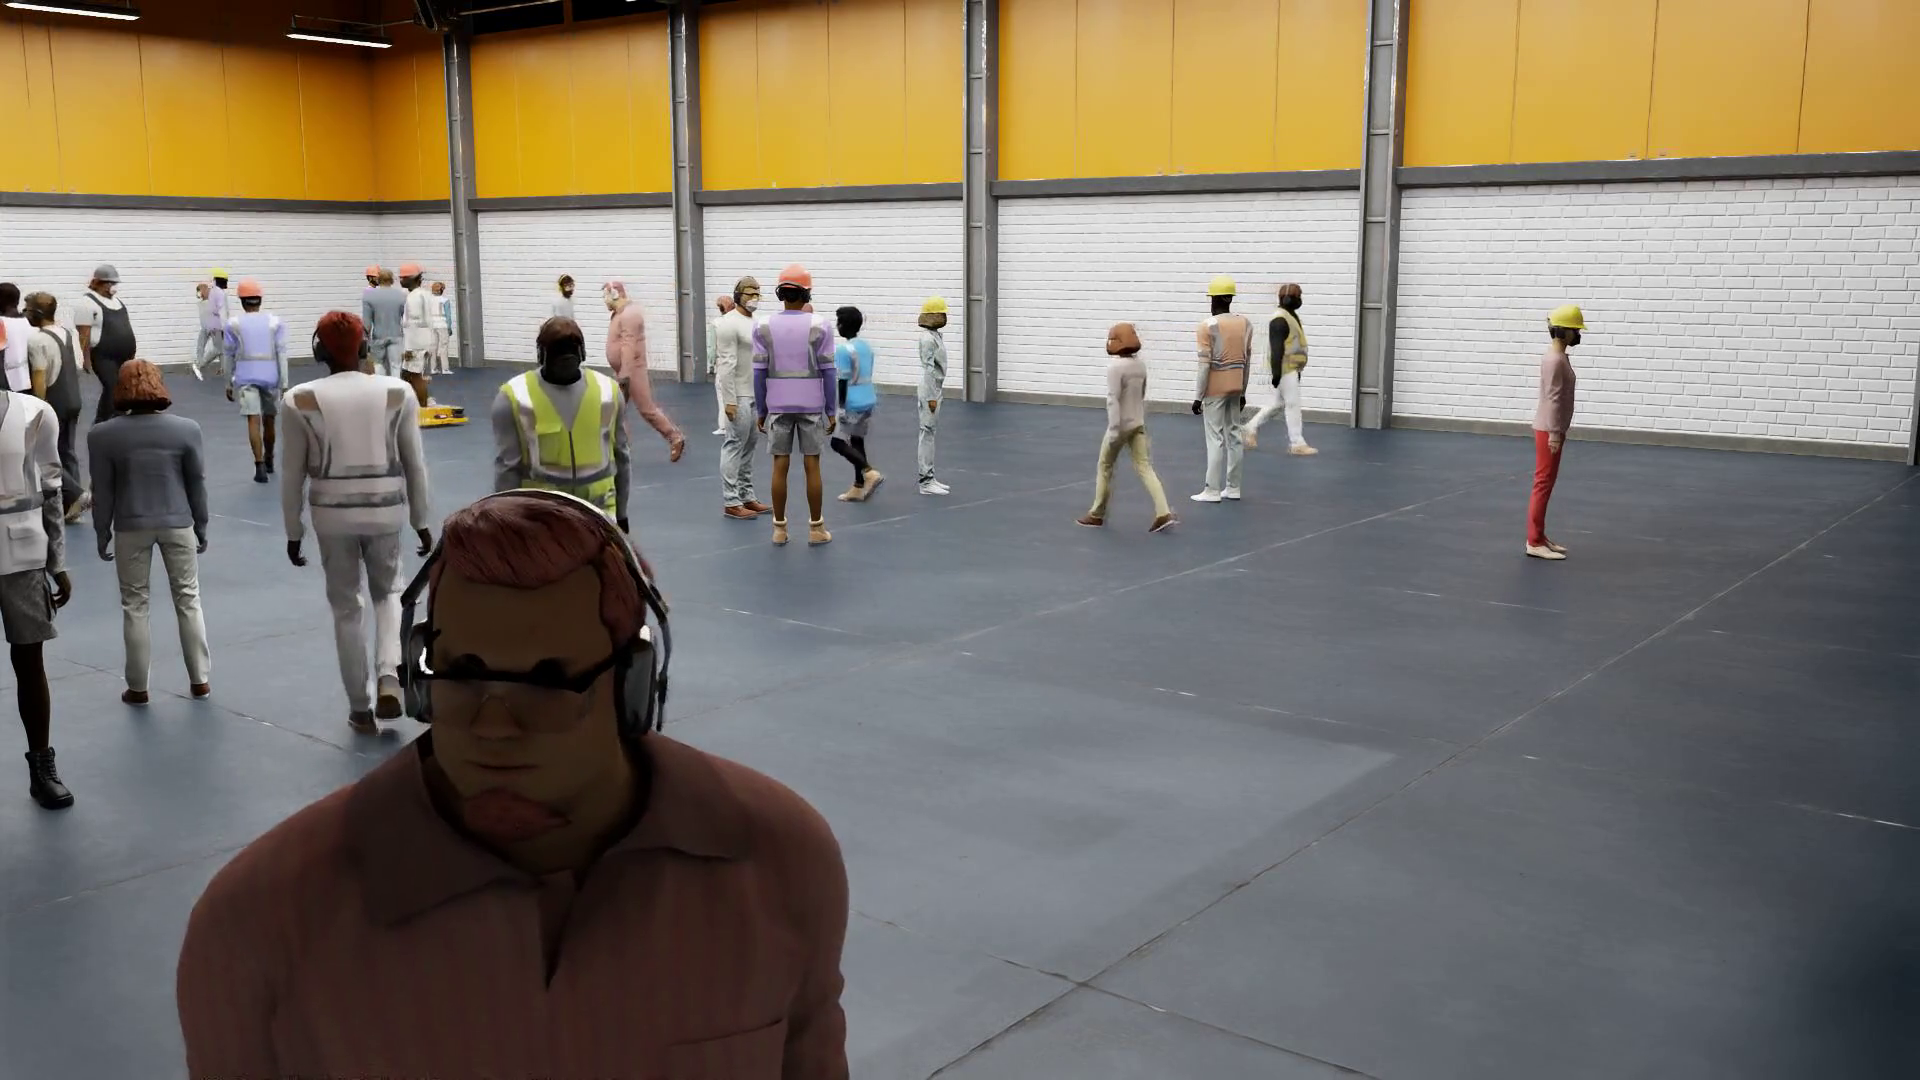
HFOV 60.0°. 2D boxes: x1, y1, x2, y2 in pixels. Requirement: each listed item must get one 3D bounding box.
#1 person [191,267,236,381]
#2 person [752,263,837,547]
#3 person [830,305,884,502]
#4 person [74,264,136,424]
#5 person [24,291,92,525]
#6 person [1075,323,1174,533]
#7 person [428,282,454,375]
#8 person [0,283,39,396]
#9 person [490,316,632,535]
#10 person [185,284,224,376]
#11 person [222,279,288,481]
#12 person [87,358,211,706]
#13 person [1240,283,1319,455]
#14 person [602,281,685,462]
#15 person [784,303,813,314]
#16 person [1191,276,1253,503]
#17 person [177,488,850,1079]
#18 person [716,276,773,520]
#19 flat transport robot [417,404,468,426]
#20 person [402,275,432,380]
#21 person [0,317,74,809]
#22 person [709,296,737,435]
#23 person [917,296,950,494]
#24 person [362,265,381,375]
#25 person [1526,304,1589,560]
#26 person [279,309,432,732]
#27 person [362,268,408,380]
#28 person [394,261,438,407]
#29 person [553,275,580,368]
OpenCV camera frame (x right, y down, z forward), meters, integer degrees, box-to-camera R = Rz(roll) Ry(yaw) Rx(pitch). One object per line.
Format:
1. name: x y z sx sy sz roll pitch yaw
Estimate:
1. person: -12.352 -3.568 27.585 0.793 1.908 0.602 -6 11 -29
2. person: -1.184 -0.964 12.011 0.608 2.044 0.377 1 10 4
3. person: -0.865 -1.134 14.021 0.433 1.682 0.547 5 11 25
4. person: -9.603 -2.136 18.842 0.843 2.000 0.698 2 10 10
5. person: -6.964 -1.001 12.852 0.446 1.835 0.524 2 10 9
6. person: 1.293 -0.855 12.668 0.844 1.594 0.519 9 13 41
7. person: -9.157 -3.720 29.259 0.508 1.629 0.316 5 11 27
8. person: -8.273 -1.319 14.614 1.020 1.857 0.605 5 11 26
9. person: -1.789 -0.101 7.609 0.654 1.821 0.675 -4 11 -22
10. person: -13.118 -3.638 28.882 0.502 1.594 0.802 4 11 24
11. person: -6.634 -1.509 15.687 0.553 1.878 1.029 -5 11 -28
12. person: -3.802 -0.036 7.835 0.497 1.626 0.287 -6 11 -31
13. person: 3.396 -1.819 17.662 0.820 1.821 0.630 4 10 21
14. person: -3.279 -1.694 16.826 0.913 1.852 0.652 -5 11 -29
15. person: -2.231 -2.698 22.917 0.330 1.765 0.526 8 12 38
16. person: 2.217 -1.275 14.161 0.588 1.927 0.370 -7 12 -35
17. person: -0.379 0.892 1.607 0.645 1.905 0.400 -4 11 -24
18. person: -1.725 -1.141 13.353 0.376 1.937 0.629 4 10 20
19. flat transport robot: -6.848 -1.574 20.712 1.431 0.197 0.652 7 12 36
20. person: -9.133 -3.592 27.915 0.429 1.838 0.622 -6 12 -33
21. person: -3.625 0.081 6.228 0.542 1.940 0.355 -8 12 -38
22. person: -2.691 -2.036 19.458 0.517 1.630 0.313 -8 13 -39
23. person: -0.227 -1.279 14.717 0.295 1.744 0.484 0 10 3
24. person: -9.304 -3.391 26.460 0.376 1.933 0.544 -3 10 -19
25. person: 4.161 -0.752 11.590 0.330 1.765 0.533 4 10 20
26. person: -2.659 -0.075 7.327 0.610 1.872 0.410 -5 11 -28
27. person: -7.845 -2.758 22.806 0.665 1.914 0.723 -4 11 -25
28. person: -6.728 -2.407 20.475 0.418 2.030 0.610 -3 10 -15
29. person: -5.505 -2.751 23.025 0.551 1.828 0.534 3 10 19
